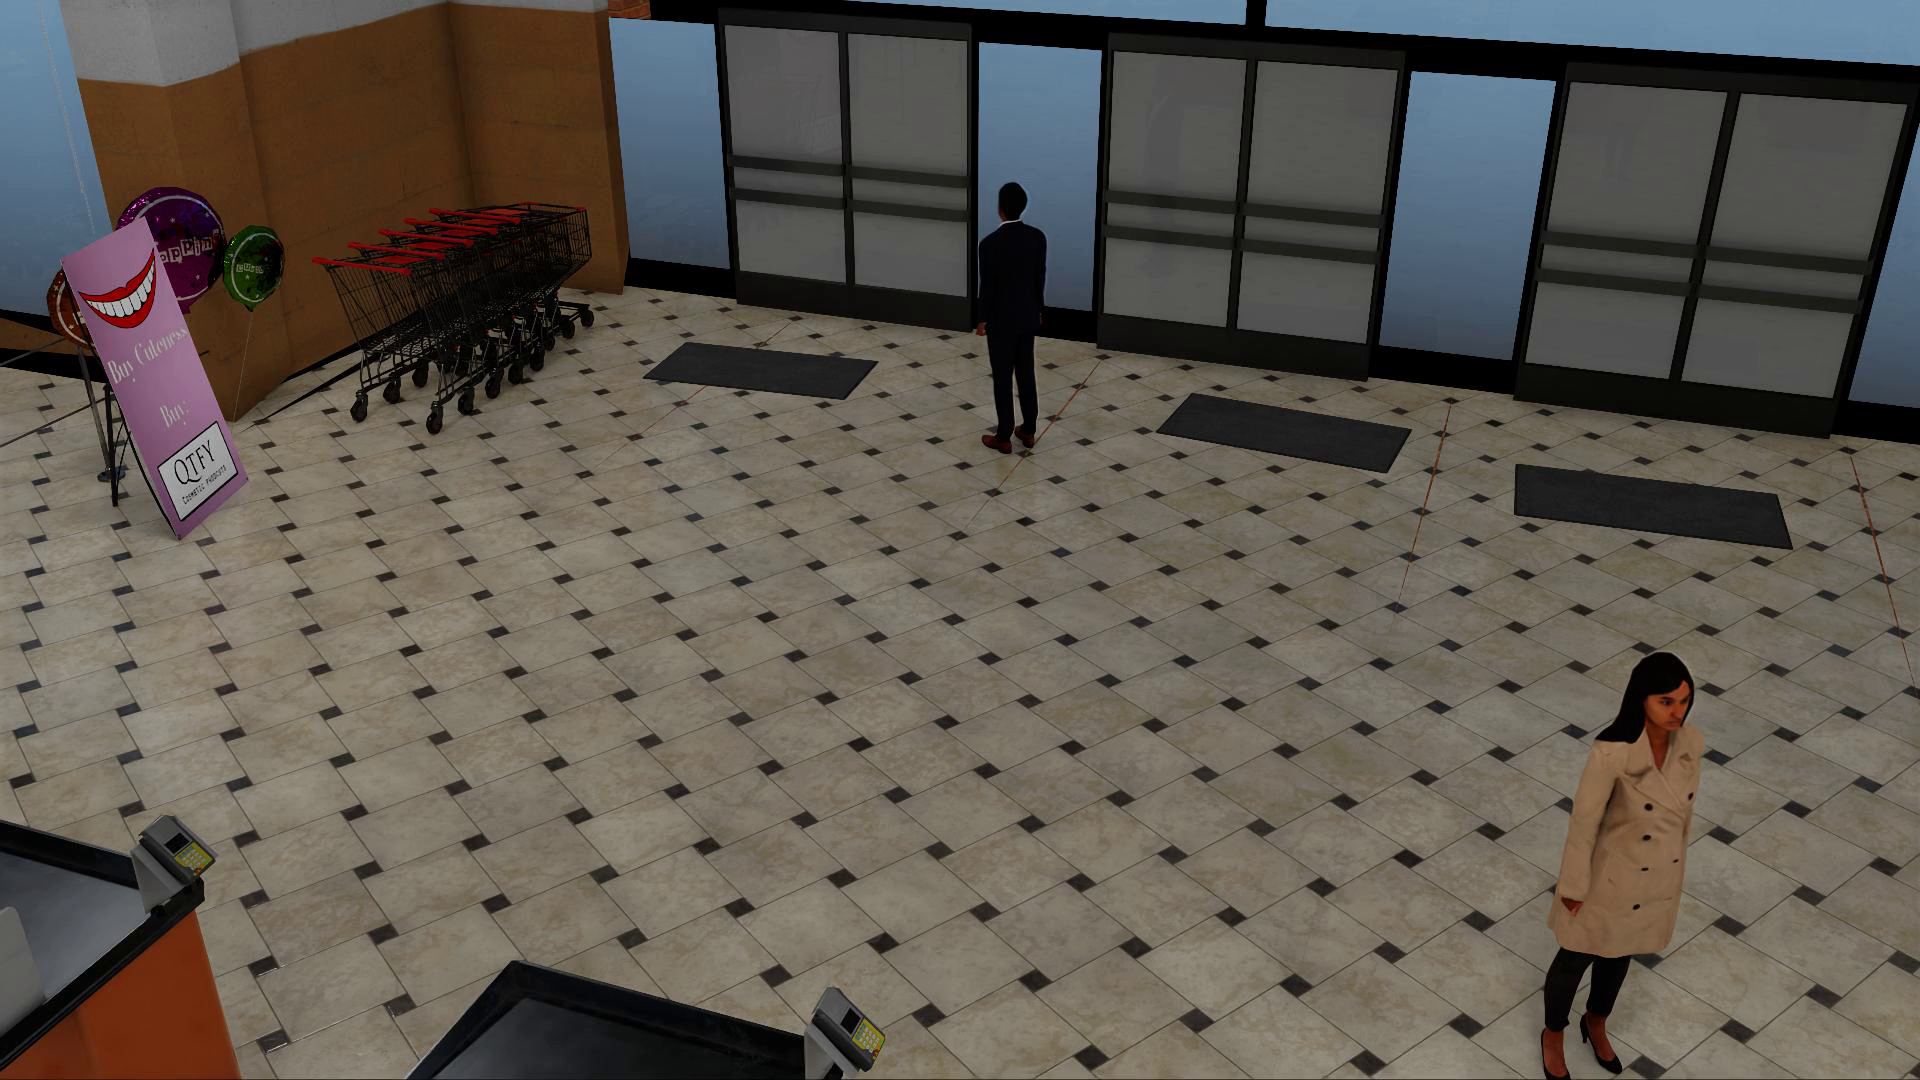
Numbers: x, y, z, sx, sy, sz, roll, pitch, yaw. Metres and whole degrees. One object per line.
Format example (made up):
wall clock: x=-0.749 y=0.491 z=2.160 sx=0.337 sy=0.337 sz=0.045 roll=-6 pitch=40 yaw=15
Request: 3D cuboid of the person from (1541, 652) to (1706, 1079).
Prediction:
person: x=2.209 y=1.116 z=5.576 sx=0.709 sy=1.682 sz=0.734 roll=-8 pitch=28 yaw=-16

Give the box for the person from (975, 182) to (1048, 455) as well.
person: x=0.324 y=-1.385 z=10.460 sx=0.676 sy=1.724 sz=0.764 roll=-15 pitch=31 yaw=-27
